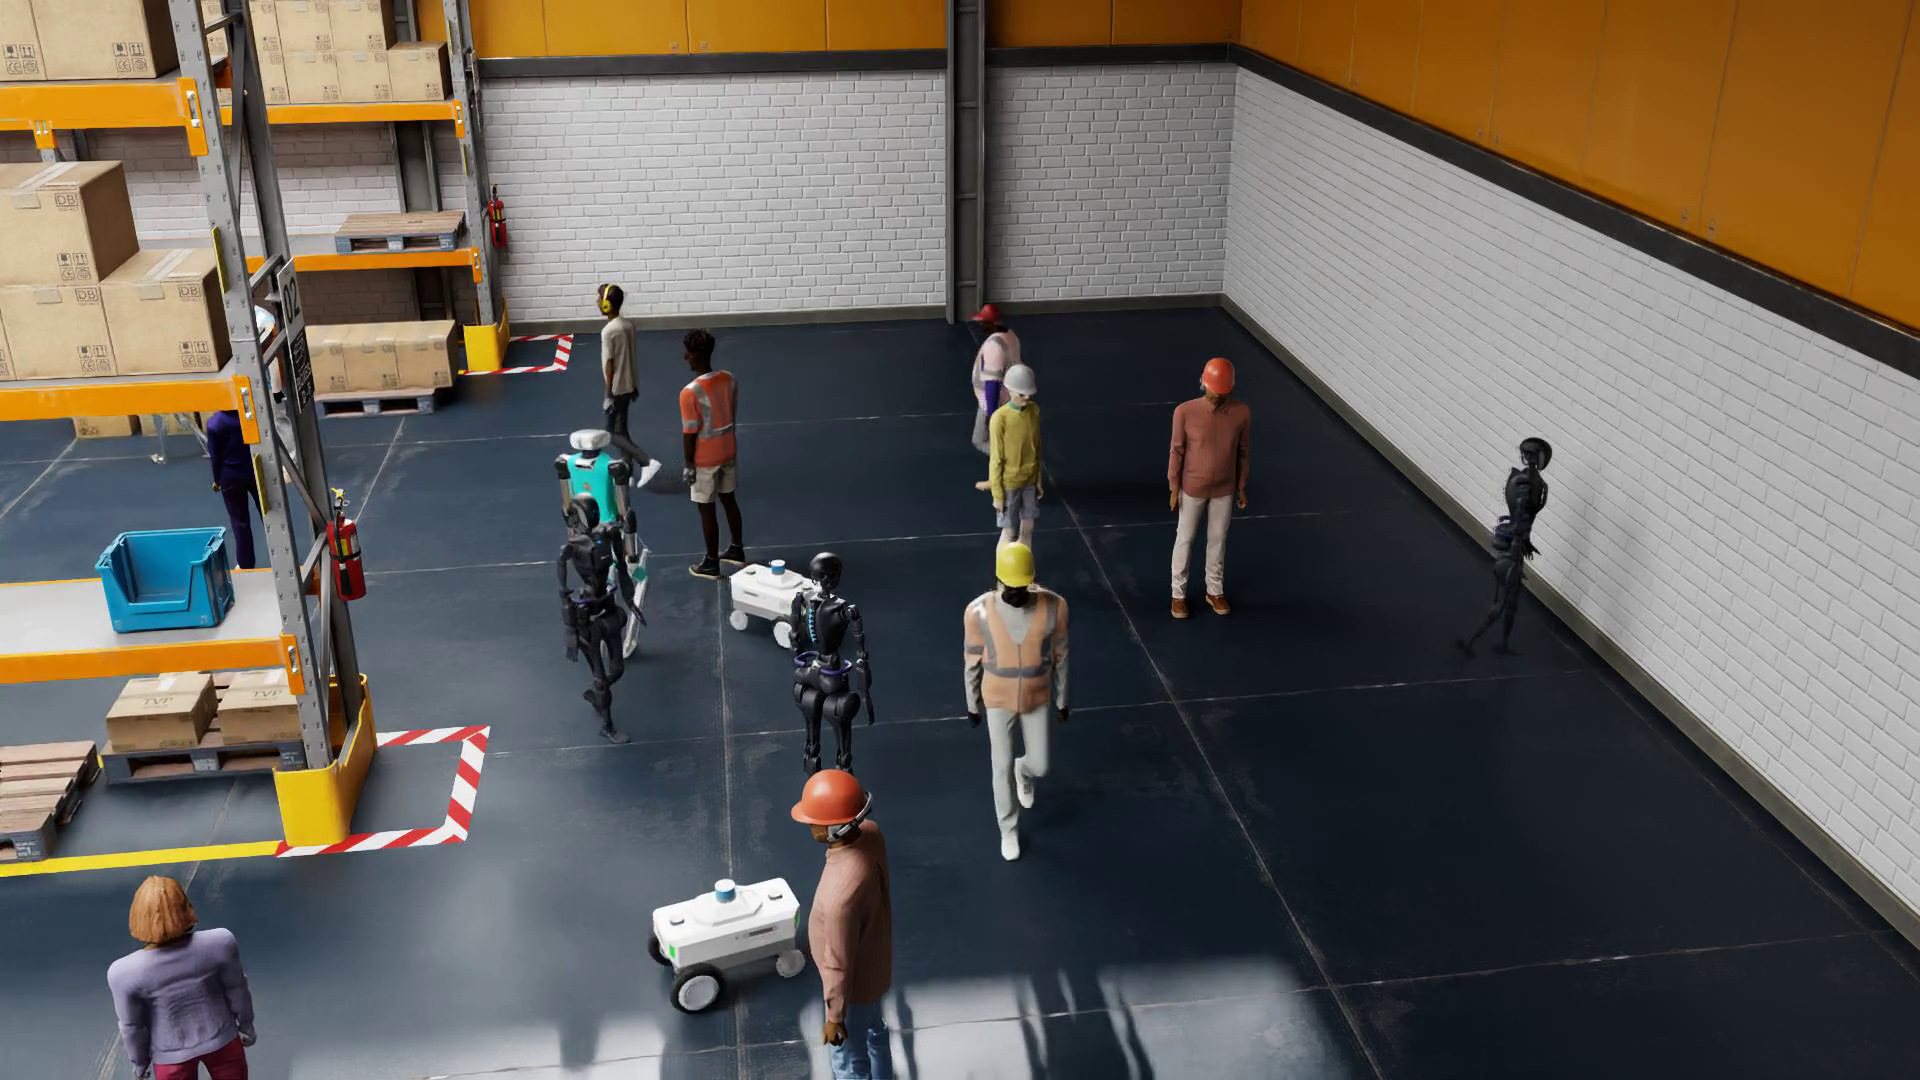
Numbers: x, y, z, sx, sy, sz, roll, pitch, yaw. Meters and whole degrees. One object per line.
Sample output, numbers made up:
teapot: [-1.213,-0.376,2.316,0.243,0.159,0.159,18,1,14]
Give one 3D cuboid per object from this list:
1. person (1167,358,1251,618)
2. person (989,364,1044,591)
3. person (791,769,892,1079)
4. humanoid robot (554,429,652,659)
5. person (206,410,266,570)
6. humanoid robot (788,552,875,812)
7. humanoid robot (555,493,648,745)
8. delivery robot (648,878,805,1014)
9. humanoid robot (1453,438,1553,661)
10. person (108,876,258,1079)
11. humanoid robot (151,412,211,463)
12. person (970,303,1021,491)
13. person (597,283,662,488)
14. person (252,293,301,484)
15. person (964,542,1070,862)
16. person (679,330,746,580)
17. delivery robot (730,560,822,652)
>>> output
person: [1.816,-0.382,12.136,0.610,1.984,0.390,-4,24,-9]
person: [0.413,-0.419,12.361,0.487,1.879,0.412,-20,30,-37]
person: [-0.482,1.840,7.075,0.403,1.986,0.610,4,24,9]
humanoid robot: [-2.380,0.038,11.536,0.535,1.838,0.695,7,25,15]
person: [-5.527,-0.494,12.833,0.448,1.623,0.336,-19,30,-37]
humanoid robot: [-0.774,0.843,9.707,0.599,1.657,0.315,16,28,31]
humanoid robot: [-2.293,0.476,10.604,0.608,1.659,0.602,17,29,33]
delivery robot: [-1.194,2.009,8.468,0.798,0.597,0.499,-10,26,-22]
humanoid robot: [3.782,0.067,11.548,0.488,1.683,0.598,10,26,21]
person: [-3.180,2.100,6.909,0.498,1.633,0.278,-14,27,-29]
humanoid robot: [-7.184,-1.502,15.076,0.808,1.854,0.530,3,24,7]
person: [0.331,-1.187,14.277,0.490,1.736,0.640,9,25,20]
person: [-2.915,-1.303,14.392,0.511,1.852,0.535,6,24,12]
person: [-6.170,-1.382,14.608,0.622,1.835,0.431,13,27,26]
person: [0.317,0.860,9.393,0.603,1.913,0.568,-2,24,-4]
person: [-1.921,-0.665,12.821,0.387,1.956,0.603,14,27,28]
delivery robot: [-1.290,0.448,12.041,0.813,0.610,0.499,14,27,29]
